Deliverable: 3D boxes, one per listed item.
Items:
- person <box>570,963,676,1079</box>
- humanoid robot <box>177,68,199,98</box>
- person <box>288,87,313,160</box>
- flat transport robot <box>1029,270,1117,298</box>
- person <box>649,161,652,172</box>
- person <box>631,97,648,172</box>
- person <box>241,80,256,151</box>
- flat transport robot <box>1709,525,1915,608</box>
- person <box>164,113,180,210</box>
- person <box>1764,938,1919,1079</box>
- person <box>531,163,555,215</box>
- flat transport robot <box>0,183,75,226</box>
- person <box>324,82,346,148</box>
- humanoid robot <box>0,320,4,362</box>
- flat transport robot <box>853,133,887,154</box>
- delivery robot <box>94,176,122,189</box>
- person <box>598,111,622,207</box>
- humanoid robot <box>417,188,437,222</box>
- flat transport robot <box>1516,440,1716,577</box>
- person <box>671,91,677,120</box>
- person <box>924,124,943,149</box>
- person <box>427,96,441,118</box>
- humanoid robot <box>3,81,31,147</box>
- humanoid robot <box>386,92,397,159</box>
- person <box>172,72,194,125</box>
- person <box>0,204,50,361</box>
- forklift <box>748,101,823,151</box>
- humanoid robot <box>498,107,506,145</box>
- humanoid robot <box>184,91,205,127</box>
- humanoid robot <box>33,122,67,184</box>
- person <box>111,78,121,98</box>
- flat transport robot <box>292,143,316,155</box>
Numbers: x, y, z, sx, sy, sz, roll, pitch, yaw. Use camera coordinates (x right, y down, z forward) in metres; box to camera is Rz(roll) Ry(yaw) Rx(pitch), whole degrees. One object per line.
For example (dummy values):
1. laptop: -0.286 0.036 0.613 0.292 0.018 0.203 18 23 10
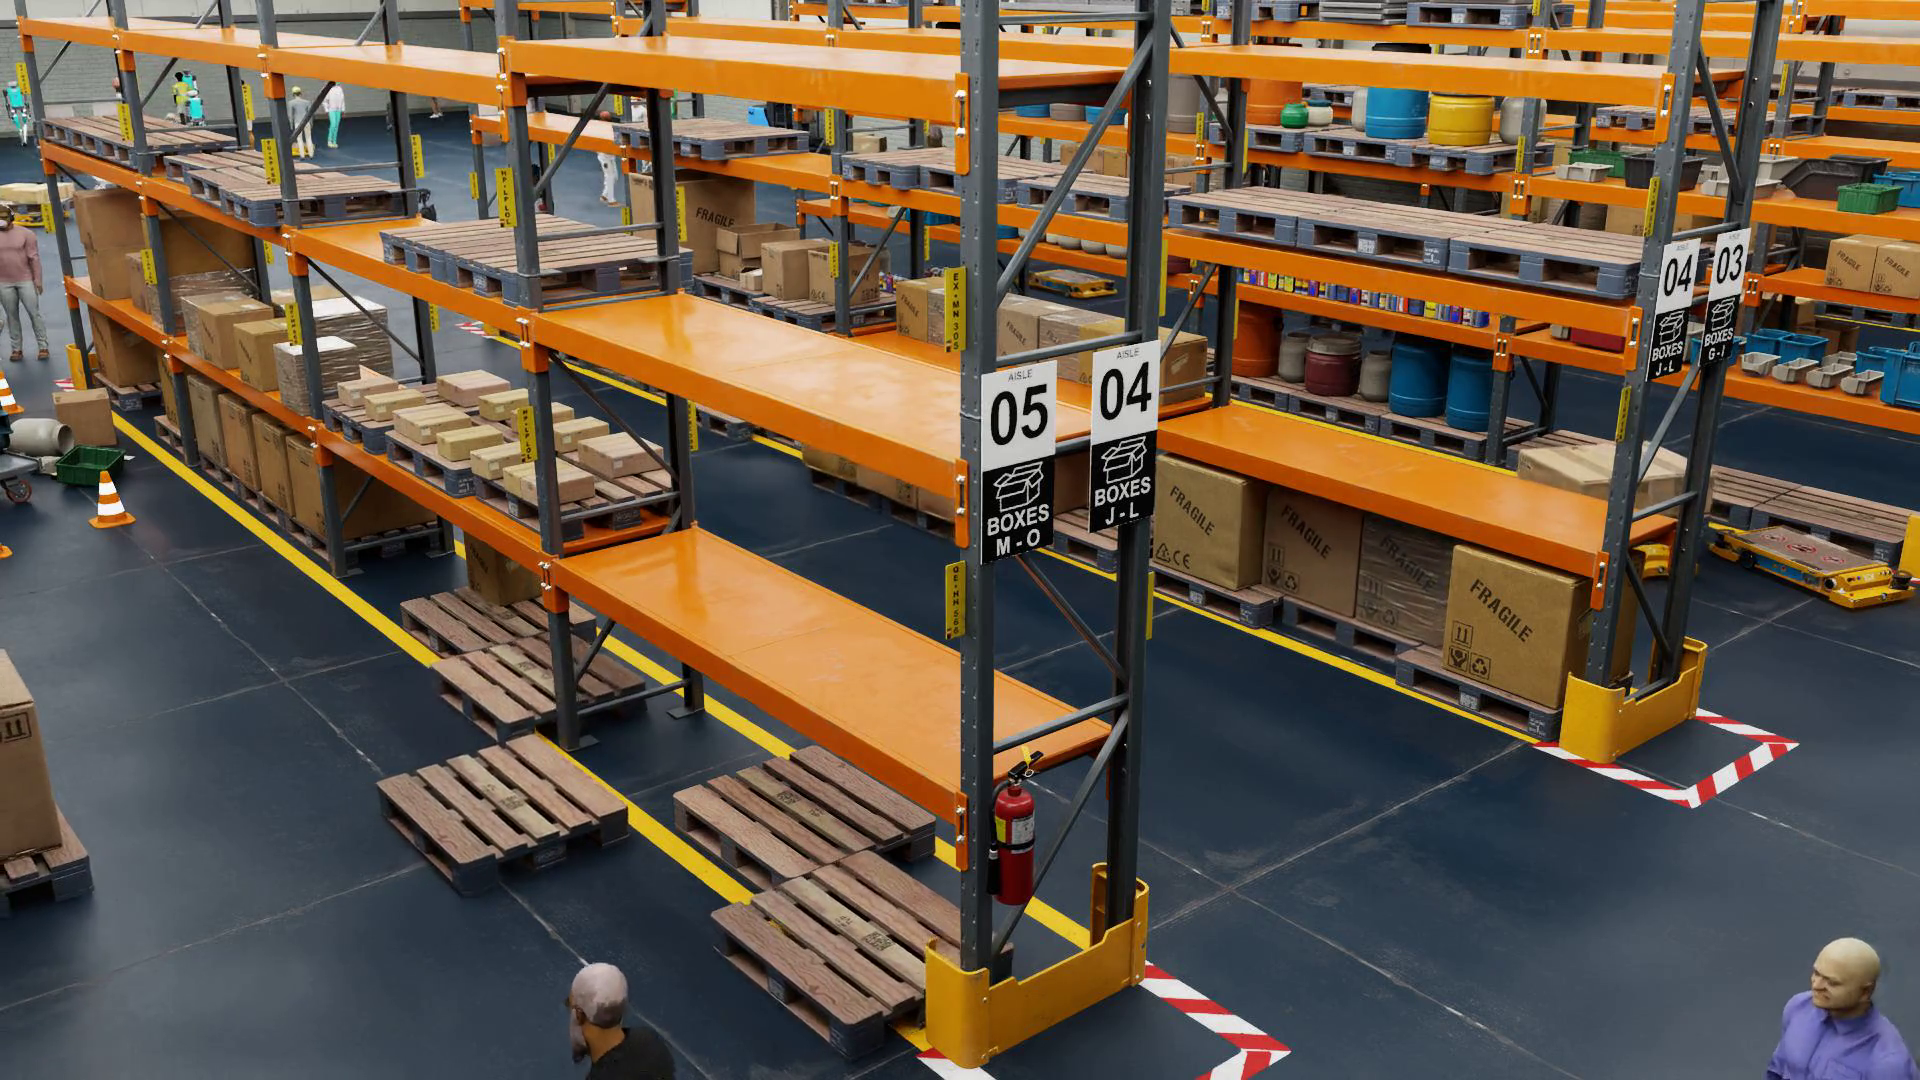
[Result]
1. person: -1.048 2.209 5.318 0.432 1.816 0.597 3 20 8
2. humanoid robot: -21.650 -12.339 46.956 0.530 1.867 0.781 -17 25 -39
3. person: -16.154 -10.207 40.756 0.535 1.746 0.392 -13 23 -32
4. flat transport robot: 1.636 -3.828 24.831 0.659 0.231 1.431 -14 24 -34
5. person: -6.040 -7.553 33.208 0.336 1.743 0.472 8 21 22
6. person: -7.269 -9.130 37.473 0.560 1.896 0.357 5 20 14
7. person: -17.980 -10.658 41.889 0.398 1.849 0.773 -8 21 -22
8. flat transport robot: 6.832 0.193 13.386 0.659 0.231 1.431 -8 21 -21
9. person: -15.352 -7.387 32.546 0.565 1.865 0.762 -5 20 -13
10. person: 2.932 2.126 5.622 0.781 1.771 0.602 -8 21 -22
11. person: -6.176 -4.479 24.182 0.612 1.938 0.785 6 20 16
12. flat transport robot: -17.346 -6.069 31.209 0.659 0.231 1.431 -2 19 -6
13. person: -16.290 -11.177 43.330 0.563 1.872 0.559 15 24 36
14. humanoid robot: -11.868 -2.897 19.951 0.798 1.745 0.551 -6 20 -17
15. flat transport robot: -2.158 -8.350 37.701 1.431 0.231 0.659 4 20 12
16. delivery robot: -17.954 -7.655 35.315 0.814 0.611 0.499 -15 24 -36
17. person: -6.998 -7.578 33.081 0.438 1.880 0.590 4 20 12
18. humanoid robot: -7.512 -4.222 23.847 0.577 1.640 0.589 -7 21 -20
19. flat transport robot: 5.449 -0.015 13.979 0.659 0.231 1.431 -5 20 -13
20. person: -7.476 -10.897 42.431 0.511 1.932 0.979 -7 20 -18
21. person: -0.548 -7.783 33.904 0.579 1.716 0.926 -17 25 -39
22. person: -16.380 -13.995 51.381 0.437 1.849 0.580 -3 20 -9
23. humanoid robot: -24.358 -10.997 43.037 0.555 1.717 1.047 -11 22 -28
24. humanoid robot: -13.844 -10.225 40.906 0.608 1.642 0.364 8 21 22
25. person: -21.816 -12.279 46.731 0.532 1.692 0.319 -14 24 -35
26. person: -11.609 -3.170 20.465 0.622 1.931 0.374 -4 20 -11
27. forklift: -4.526 -11.368 42.374 1.129 2.768 1.873 -15 24 -37
28. humanoid robot: -12.222 -11.281 43.906 0.342 1.646 0.588 -8 21 -22
29. humanoid robot: -18.231 -9.723 39.423 0.665 1.812 0.545 7 20 18
30. humanoid robot: -19.809 -8.520 36.106 0.606 1.634 0.740 2 19 6
31. person: -19.985 -10.030 39.845 0.488 2.020 0.674 0 19 -1
32. flat transport robot: -16.687 -9.884 42.067 0.659 0.231 1.431 -6 20 -16
